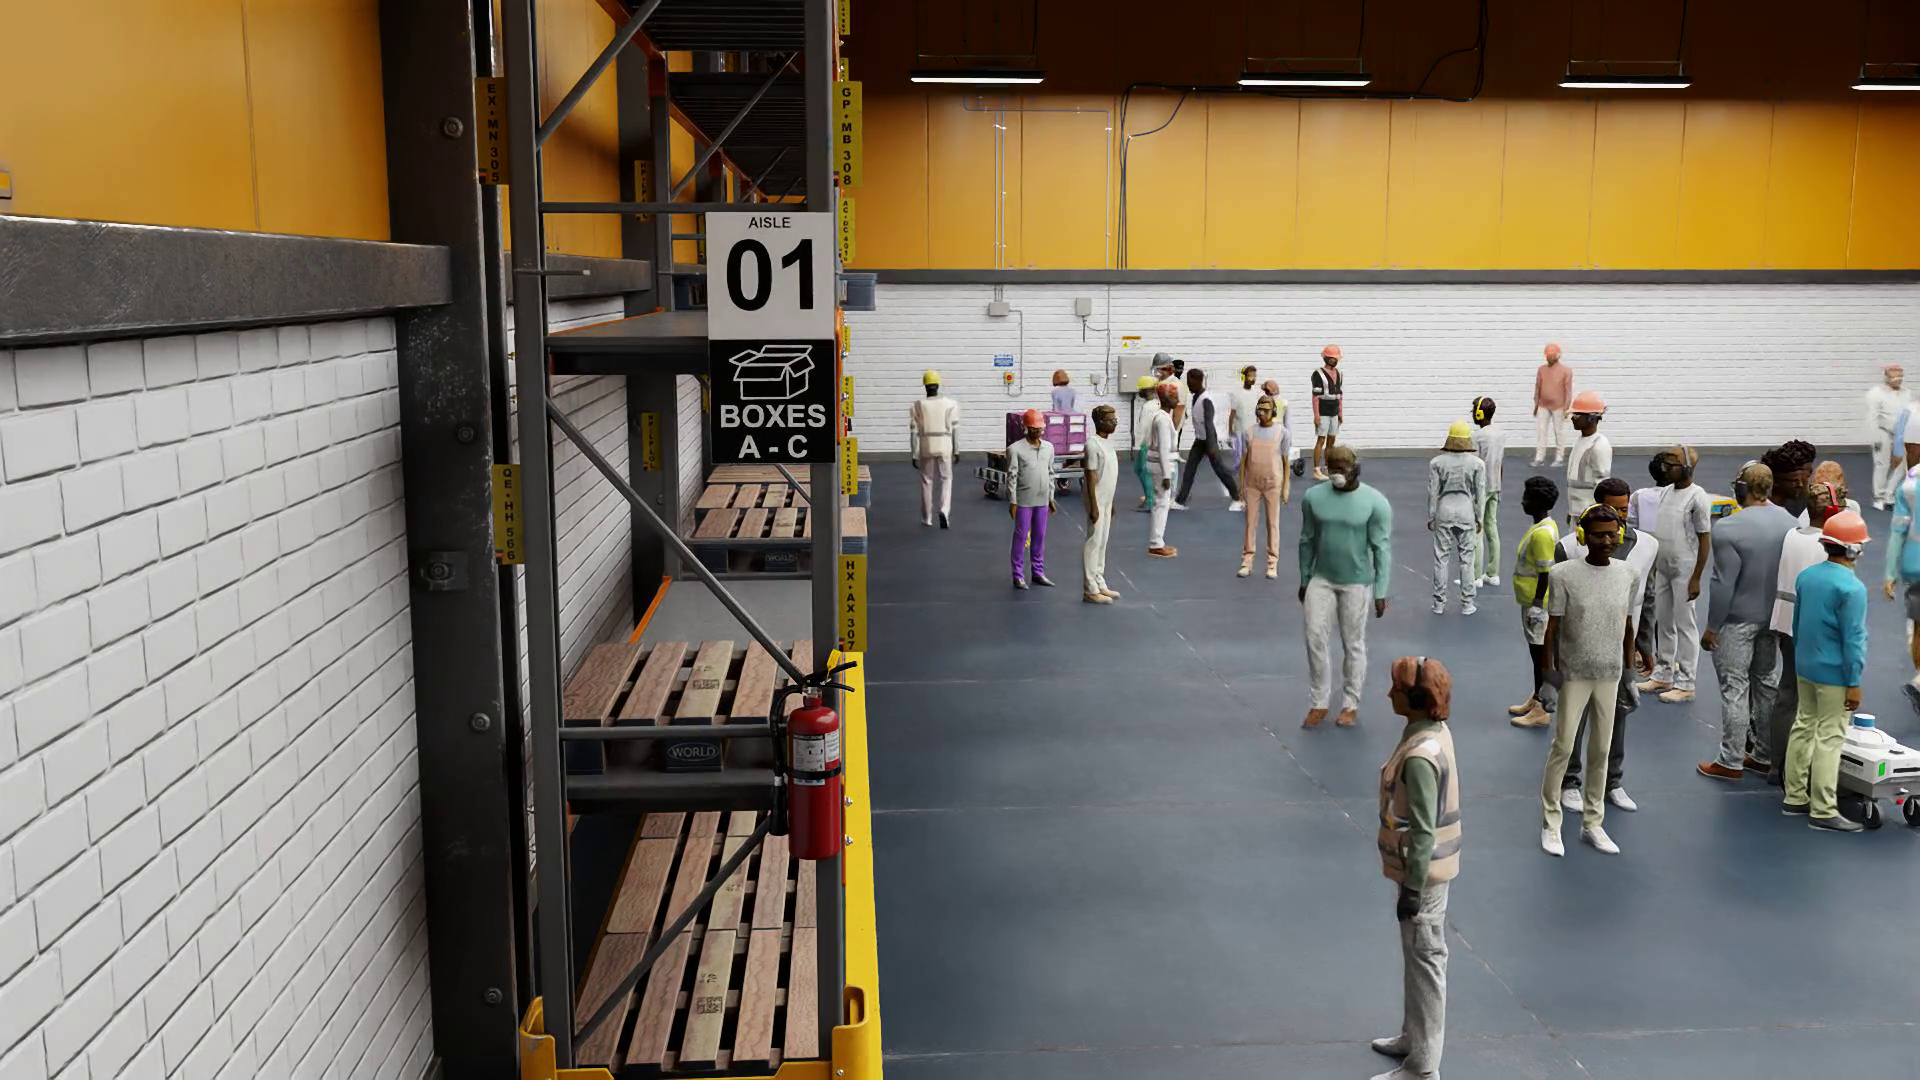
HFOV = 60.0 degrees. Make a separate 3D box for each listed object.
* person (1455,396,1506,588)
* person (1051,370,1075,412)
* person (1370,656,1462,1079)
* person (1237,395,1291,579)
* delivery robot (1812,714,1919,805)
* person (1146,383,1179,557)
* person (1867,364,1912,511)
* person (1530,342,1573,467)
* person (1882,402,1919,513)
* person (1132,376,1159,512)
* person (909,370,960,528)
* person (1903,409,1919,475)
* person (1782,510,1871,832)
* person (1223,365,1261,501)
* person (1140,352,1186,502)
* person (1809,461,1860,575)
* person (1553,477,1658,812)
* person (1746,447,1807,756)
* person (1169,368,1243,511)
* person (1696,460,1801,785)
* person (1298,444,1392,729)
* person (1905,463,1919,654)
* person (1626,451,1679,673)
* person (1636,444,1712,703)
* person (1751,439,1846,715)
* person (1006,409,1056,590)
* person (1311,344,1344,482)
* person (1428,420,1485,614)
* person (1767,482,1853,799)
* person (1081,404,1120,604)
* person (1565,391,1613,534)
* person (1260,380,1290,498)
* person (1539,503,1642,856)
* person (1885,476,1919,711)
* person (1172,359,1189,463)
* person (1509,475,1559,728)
[{"bbox_3d":[5.094,-0.464,16.208,0.516,1.861,0.325,-6,11,-33],"label":"person"},{"bbox_3d":[1.527,-1.756,25.066,0.496,1.615,0.450,-7,11,-36],"label":"person"},{"bbox_3d":[1.705,1.236,6.205,0.314,1.642,0.515,3,10,19],"label":"person"},{"bbox_3d":[3.044,-0.530,16.656,0.507,1.846,0.351,4,10,21],"label":"person"},{"bbox_3d":[5.084,1.226,9.378,0.477,0.478,0.707,-2,9,-11],"label":"delivery robot"},{"bbox_3d":[2.191,-0.757,17.981,0.349,1.882,0.576,1,9,4],"label":"person"},{"bbox_3d":[12.002,-1.315,21.436,0.677,1.891,0.452,-2,9,-13],"label":"person"},{"bbox_3d":[9.360,-2.139,26.325,0.403,1.991,0.625,-8,12,-40],"label":"person"},{"bbox_3d":[12.021,-1.145,20.897,0.607,1.742,1.085,0,9,0],"label":"person"},{"bbox_3d":[2.373,-1.226,21.295,0.386,1.750,0.549,3,9,15],"label":"person"},{"bbox_3d":[-0.301,-1.085,19.947,0.622,1.907,0.707,0,9,-2],"label":"person"},{"bbox_3d":[9.917,-0.659,16.853,0.689,2.000,0.535,-3,10,-19],"label":"person"},{"bbox_3d":[4.803,0.709,9.153,0.334,1.753,0.565,0,9,-2],"label":"person"},{"bbox_3d":[3.781,-1.418,22.203,0.546,1.854,0.528,-5,10,-30],"label":"person"},{"bbox_3d":[2.640,-1.475,21.981,0.535,2.000,0.674,-4,10,-23],"label":"person"},{"bbox_3d":[6.554,0.210,12.666,0.501,1.633,0.286,7,12,38],"label":"person"},{"bbox_3d":[3.636,0.588,9.445,0.588,1.912,0.387,-1,9,-5],"label":"person"},{"bbox_3d":[5.099,0.386,10.522,0.365,1.964,0.610,6,11,33],"label":"person"},{"bbox_3d":[3.185,-1.284,21.411,1.038,1.863,0.643,-2,9,-10],"label":"person"},{"bbox_3d":[4.710,0.492,9.947,0.635,1.937,0.353,-3,10,-20],"label":"person"},{"bbox_3d":[2.524,0.322,11.078,0.666,1.914,0.605,5,11,31],"label":"person"},{"bbox_3d":[7.811,0.030,13.192,0.429,1.837,0.624,-8,12,-40],"label":"person"},{"bbox_3d":[5.351,0.165,12.748,0.317,1.698,0.540,-5,11,-31],"label":"person"},{"bbox_3d":[5.101,0.235,11.849,0.328,1.844,0.514,-2,9,-12],"label":"person"},{"bbox_3d":[5.490,0.309,11.006,0.613,1.963,0.361,8,12,40],"label":"person"},{"bbox_3d":[0.704,-0.401,16.134,0.573,1.750,0.330,-6,11,-35],"label":"person"},{"bbox_3d":[5.438,-1.873,24.516,0.602,2.036,0.395,-7,11,-37],"label":"person"},{"bbox_3d":[4.447,-0.204,14.931,0.492,1.742,0.324,3,9,17],"label":"person"},{"bbox_3d":[4.956,0.577,9.702,0.390,1.847,0.562,-2,9,-10],"label":"person"},{"bbox_3d":[1.312,-0.337,15.443,0.344,1.847,0.505,4,10,23],"label":"person"},{"bbox_3d":[5.357,-0.255,14.306,0.381,2.045,0.605,0,9,2],"label":"person"},{"bbox_3d":[4.271,-1.391,22.846,0.527,1.587,0.746,-2,9,-14],"label":"person"},{"bbox_3d":[3.298,0.726,8.697,0.535,1.868,0.309,-1,9,-4],"label":"person"},{"bbox_3d":[6.656,0.235,11.398,0.932,2.000,0.639,-9,13,-44],"label":"person"},{"bbox_3d":[3.468,-2.059,26.710,0.539,1.698,0.318,-8,12,-40],"label":"person"},{"bbox_3d":[3.879,0.413,11.197,0.317,1.695,0.540,3,9,17],"label":"person"}]
